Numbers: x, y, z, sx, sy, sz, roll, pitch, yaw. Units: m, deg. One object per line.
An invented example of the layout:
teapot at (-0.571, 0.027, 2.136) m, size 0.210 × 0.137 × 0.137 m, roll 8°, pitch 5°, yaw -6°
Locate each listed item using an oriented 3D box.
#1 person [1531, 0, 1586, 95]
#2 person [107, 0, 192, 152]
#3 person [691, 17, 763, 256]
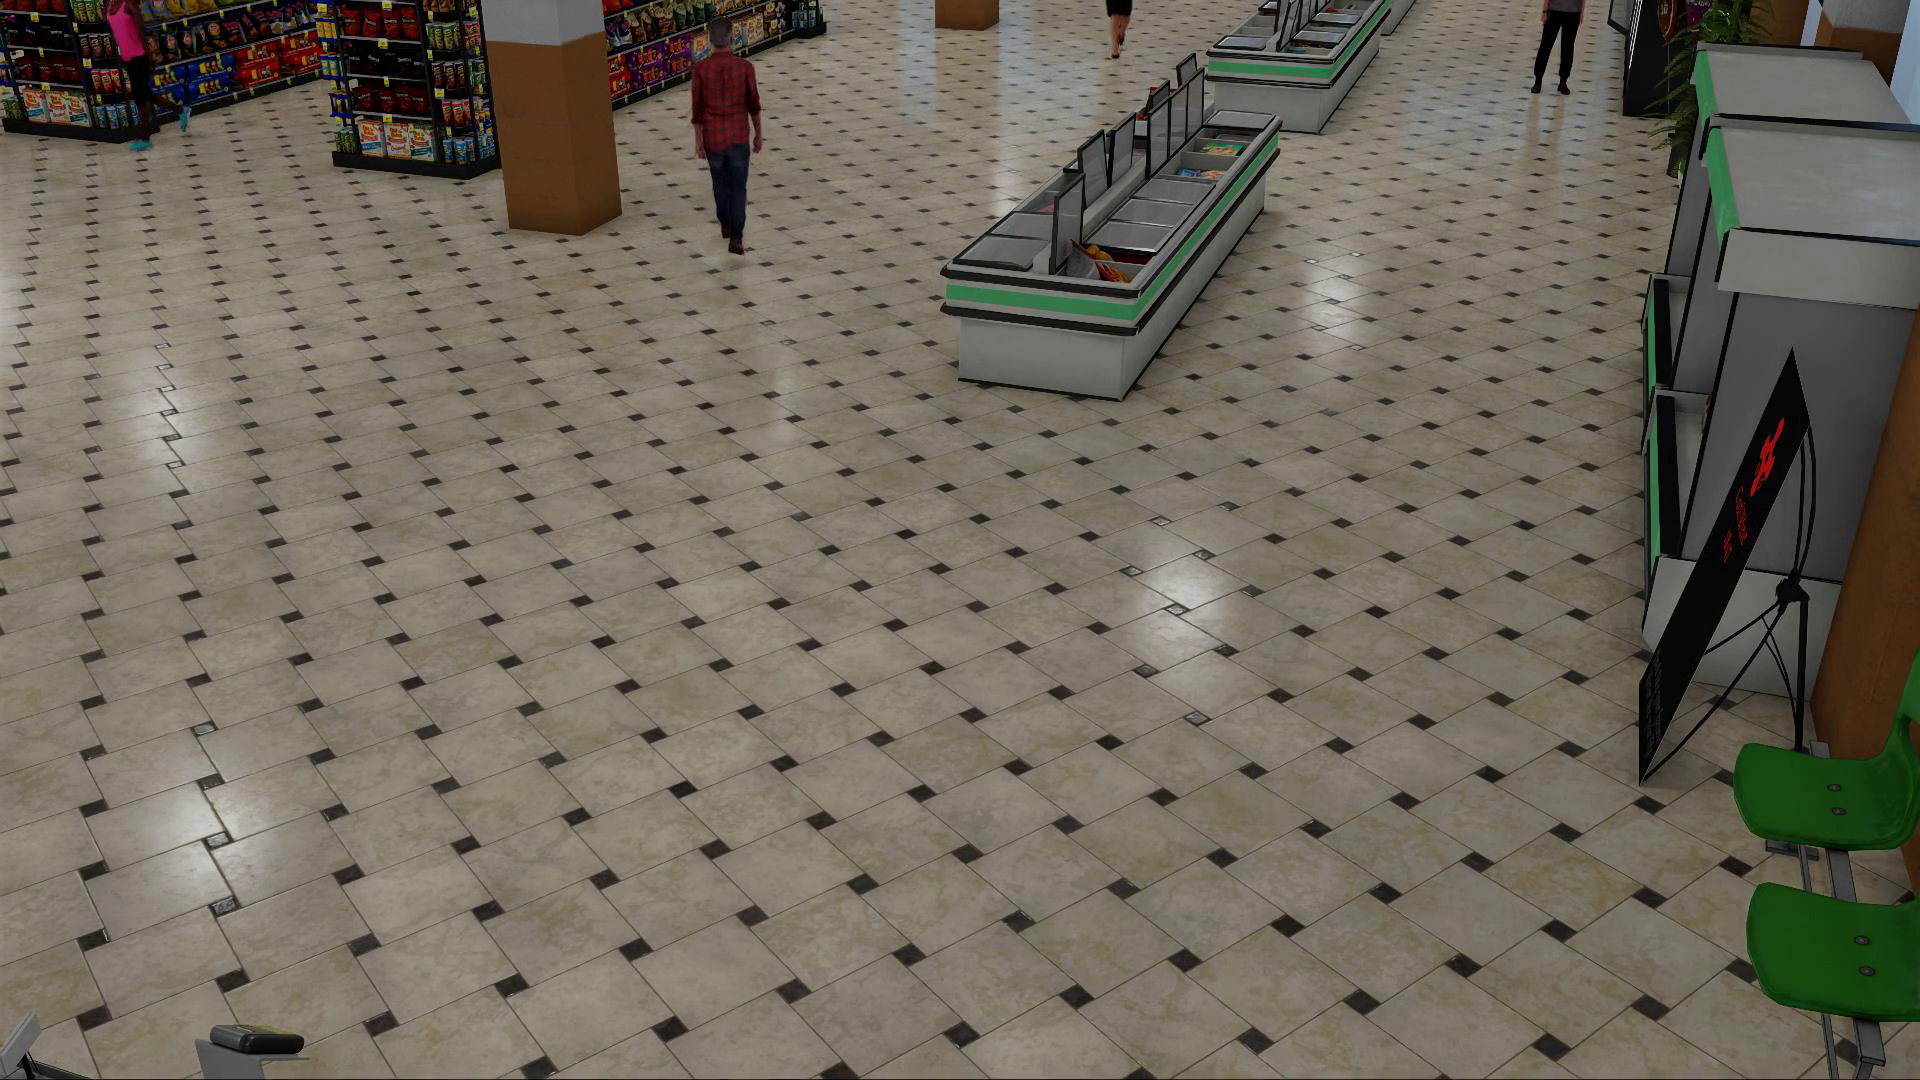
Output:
person at (6.766, -5.924, 18.648) m, size 0.646 × 1.753 × 0.598 m, roll 5°, pitch 27°, yaw 9°
person at (-8.008, -4.723, 16.340) m, size 0.669 × 1.700 × 1.081 m, roll 14°, pitch 30°, yaw 26°
person at (-1.839, -3.118, 13.085) m, size 1.014 × 1.781 × 1.325 m, roll 0°, pitch 27°, yaw 0°
